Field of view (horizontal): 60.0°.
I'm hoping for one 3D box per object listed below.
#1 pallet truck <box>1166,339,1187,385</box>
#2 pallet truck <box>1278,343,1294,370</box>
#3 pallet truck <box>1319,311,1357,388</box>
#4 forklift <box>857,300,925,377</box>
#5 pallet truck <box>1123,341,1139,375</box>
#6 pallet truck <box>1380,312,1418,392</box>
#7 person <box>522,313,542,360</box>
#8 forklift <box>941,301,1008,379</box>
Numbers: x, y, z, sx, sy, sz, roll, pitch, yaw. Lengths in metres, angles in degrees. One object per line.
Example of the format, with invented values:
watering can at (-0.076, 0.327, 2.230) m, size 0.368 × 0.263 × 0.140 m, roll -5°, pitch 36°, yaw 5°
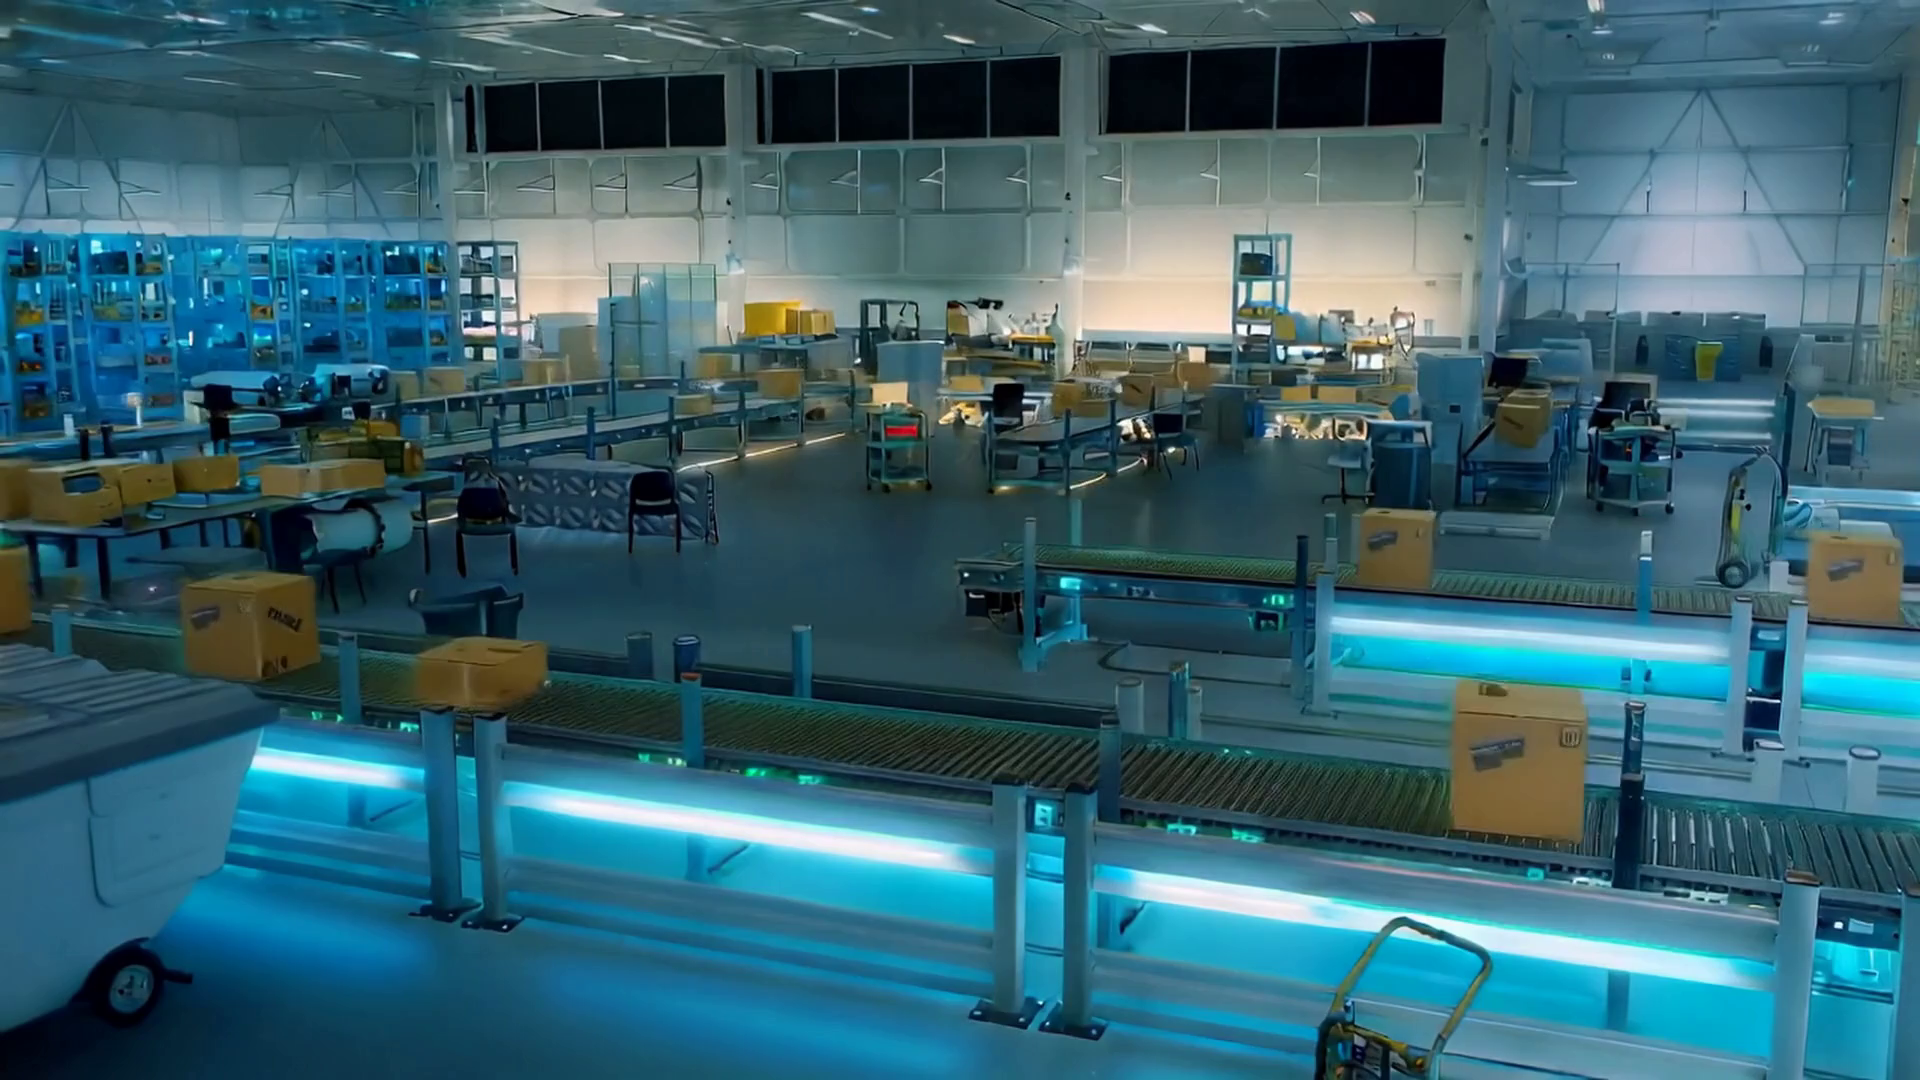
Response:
pallet truck at (5.418, -4.269, 40.420) m, size 0.704 × 1.261 × 1.522 m, roll 3°, pitch 10°, yaw 20°
pallet truck at (7.886, -4.163, 39.743) m, size 0.653 × 1.274 × 1.630 m, roll 4°, pitch 10°, yaw 22°
pallet truck at (9.071, -4.419, 39.190) m, size 0.823 × 1.965 × 1.885 m, roll 5°, pitch 10°, yaw 26°
forklift at (-1.732, -5.109, 42.468) m, size 1.157 × 1.987 × 2.680 m, roll 4°, pitch 10°, yaw 22°
pallet truck at (4.445, -4.380, 41.279) m, size 0.680 × 1.201 × 1.601 m, roll 4°, pitch 10°, yaw 22°
pallet truck at (10.207, -4.283, 38.369) m, size 0.823 × 1.965 × 1.885 m, roll 3°, pitch 10°, yaw 20°
person at (-10.964, -4.910, 42.716) m, size 0.606 × 1.815 × 0.428 m, roll 5°, pitch 11°, yaw 28°
forklift at (0.365, -4.966, 41.571) m, size 1.157 × 1.987 × 2.680 m, roll 3°, pitch 10°, yaw 20°
